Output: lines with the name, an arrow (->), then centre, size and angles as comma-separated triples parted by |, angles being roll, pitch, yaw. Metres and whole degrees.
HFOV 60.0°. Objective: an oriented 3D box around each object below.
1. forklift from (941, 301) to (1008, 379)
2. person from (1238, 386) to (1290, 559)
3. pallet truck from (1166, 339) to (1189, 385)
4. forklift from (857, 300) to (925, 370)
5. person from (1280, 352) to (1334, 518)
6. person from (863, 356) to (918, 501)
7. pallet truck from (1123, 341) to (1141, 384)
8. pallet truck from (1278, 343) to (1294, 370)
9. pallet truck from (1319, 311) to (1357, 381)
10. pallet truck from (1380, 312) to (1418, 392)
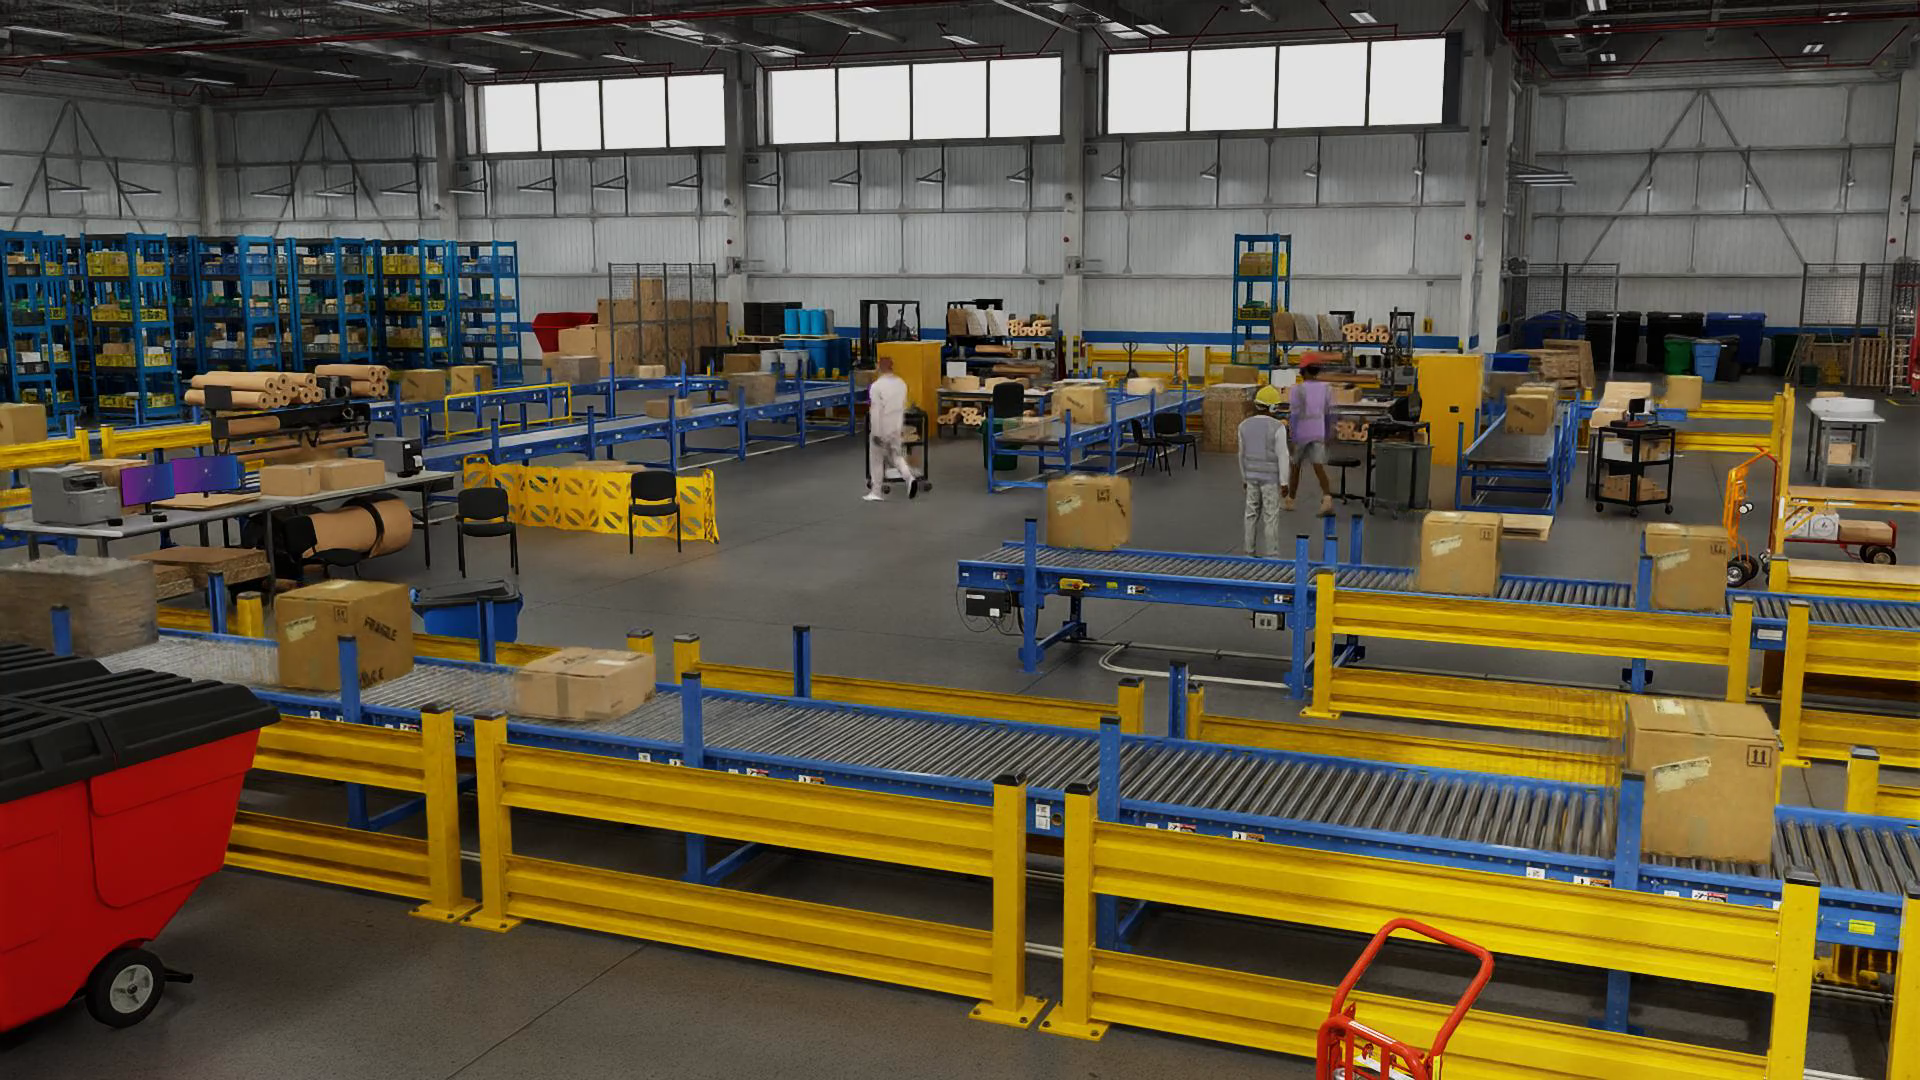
forklift -> 0.365, -4.966, 41.571 | 1.157, 1.987, 2.680 | 3, 10, 20
person -> 3.072, -0.626, 16.704 | 0.404, 1.833, 0.589 | -8, 13, -41
pallet truck -> 5.418, -4.269, 40.420 | 0.704, 1.261, 1.522 | 3, 10, 20
forklift -> -1.732, -5.109, 42.468 | 1.157, 1.987, 2.680 | 4, 10, 22
person -> 4.259, -1.272, 20.146 | 0.625, 2.001, 1.039 | -3, 10, -19
person -> -0.886, -1.420, 21.377 | 0.663, 1.880, 0.676 | 9, 13, 44
pallet truck -> 4.445, -4.380, 41.279 | 0.680, 1.201, 1.601 | 4, 10, 22
pallet truck -> 7.886, -4.163, 39.743 | 0.653, 1.274, 1.630 | 4, 10, 22
pallet truck -> 9.071, -4.419, 39.190 | 0.823, 1.965, 1.885 | 5, 10, 26
pallet truck -> 10.207, -4.283, 38.369 | 0.823, 1.965, 1.885 | 3, 10, 20
